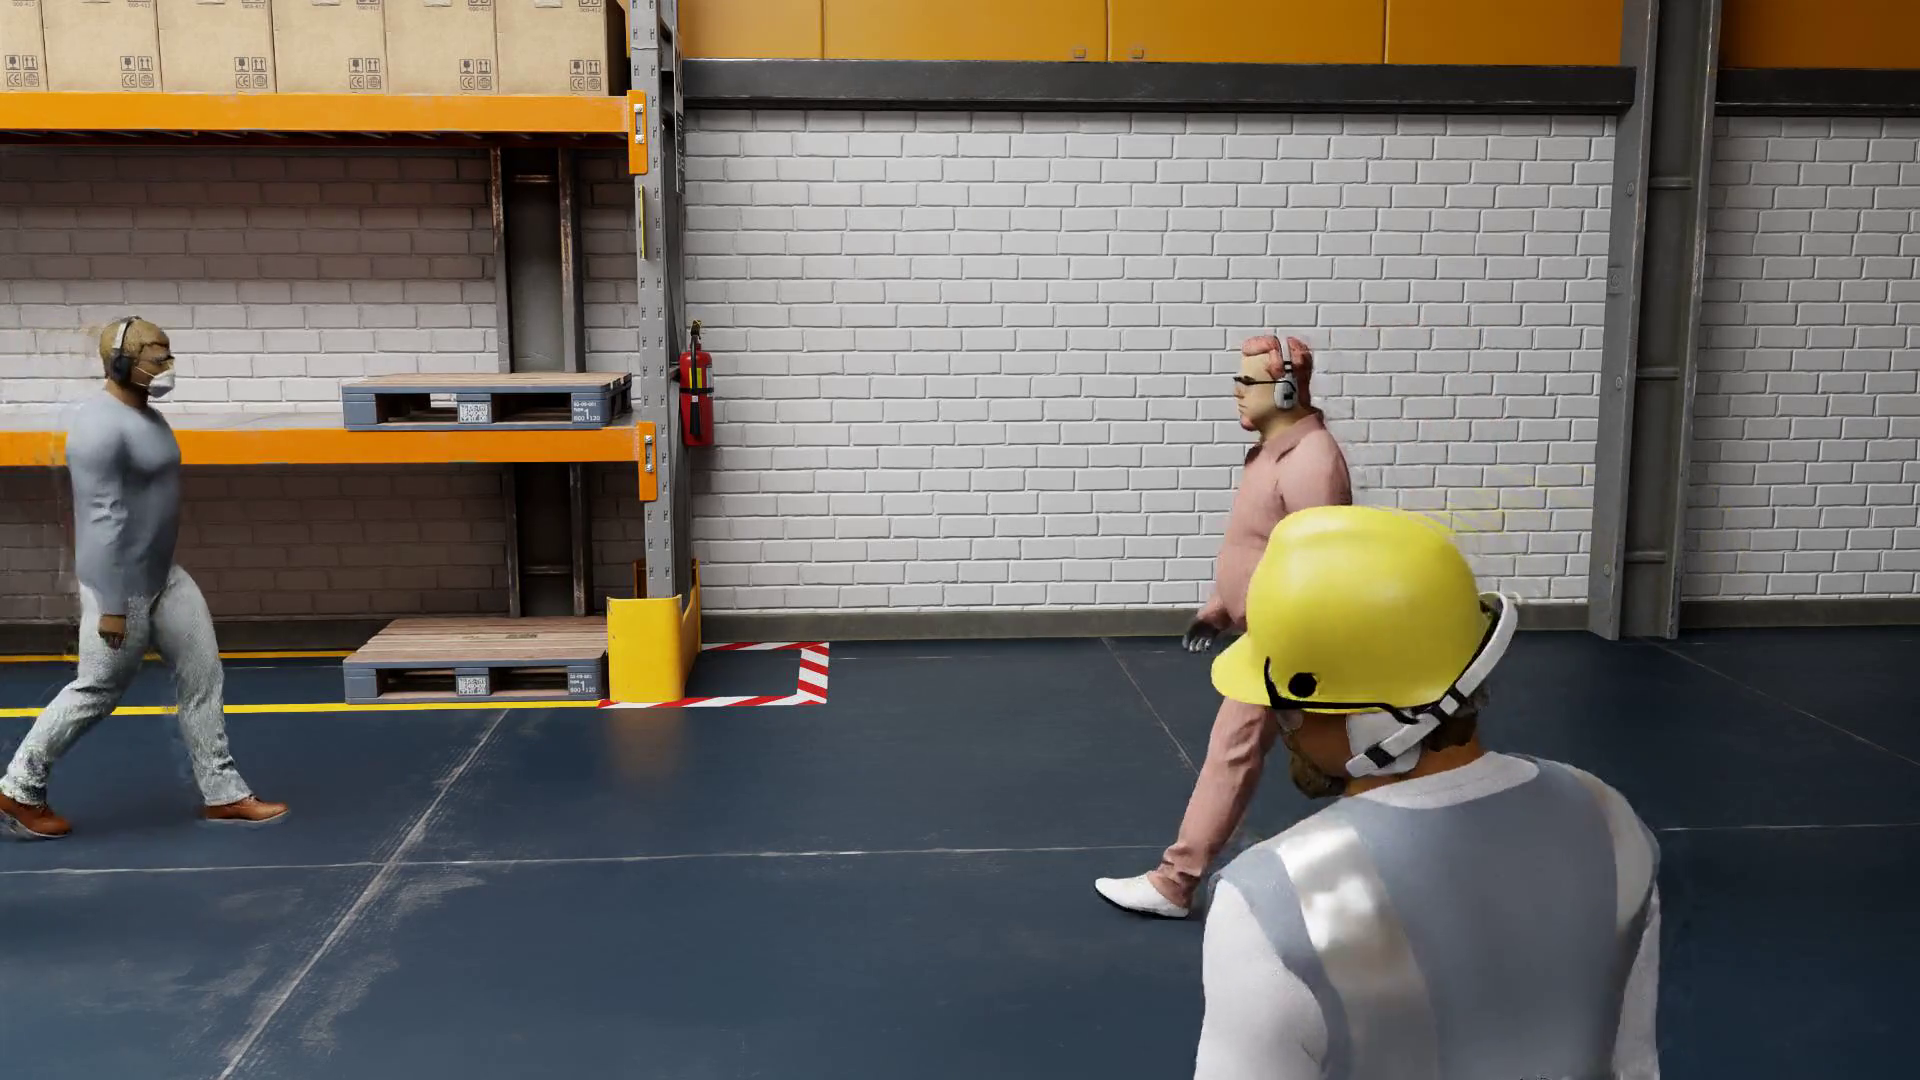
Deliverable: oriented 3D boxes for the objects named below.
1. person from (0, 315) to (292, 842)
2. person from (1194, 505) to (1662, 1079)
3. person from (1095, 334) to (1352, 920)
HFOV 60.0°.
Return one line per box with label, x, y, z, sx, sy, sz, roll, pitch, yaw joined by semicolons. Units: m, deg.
person;-3.012;0.149;5.921;0.987;1.897;0.631;-1;9;-5
person;0.516;0.842;1.878;0.671;1.798;0.406;-5;10;-29
person;0.994;0.291;5.158;1.046;1.849;0.647;1;9;8
